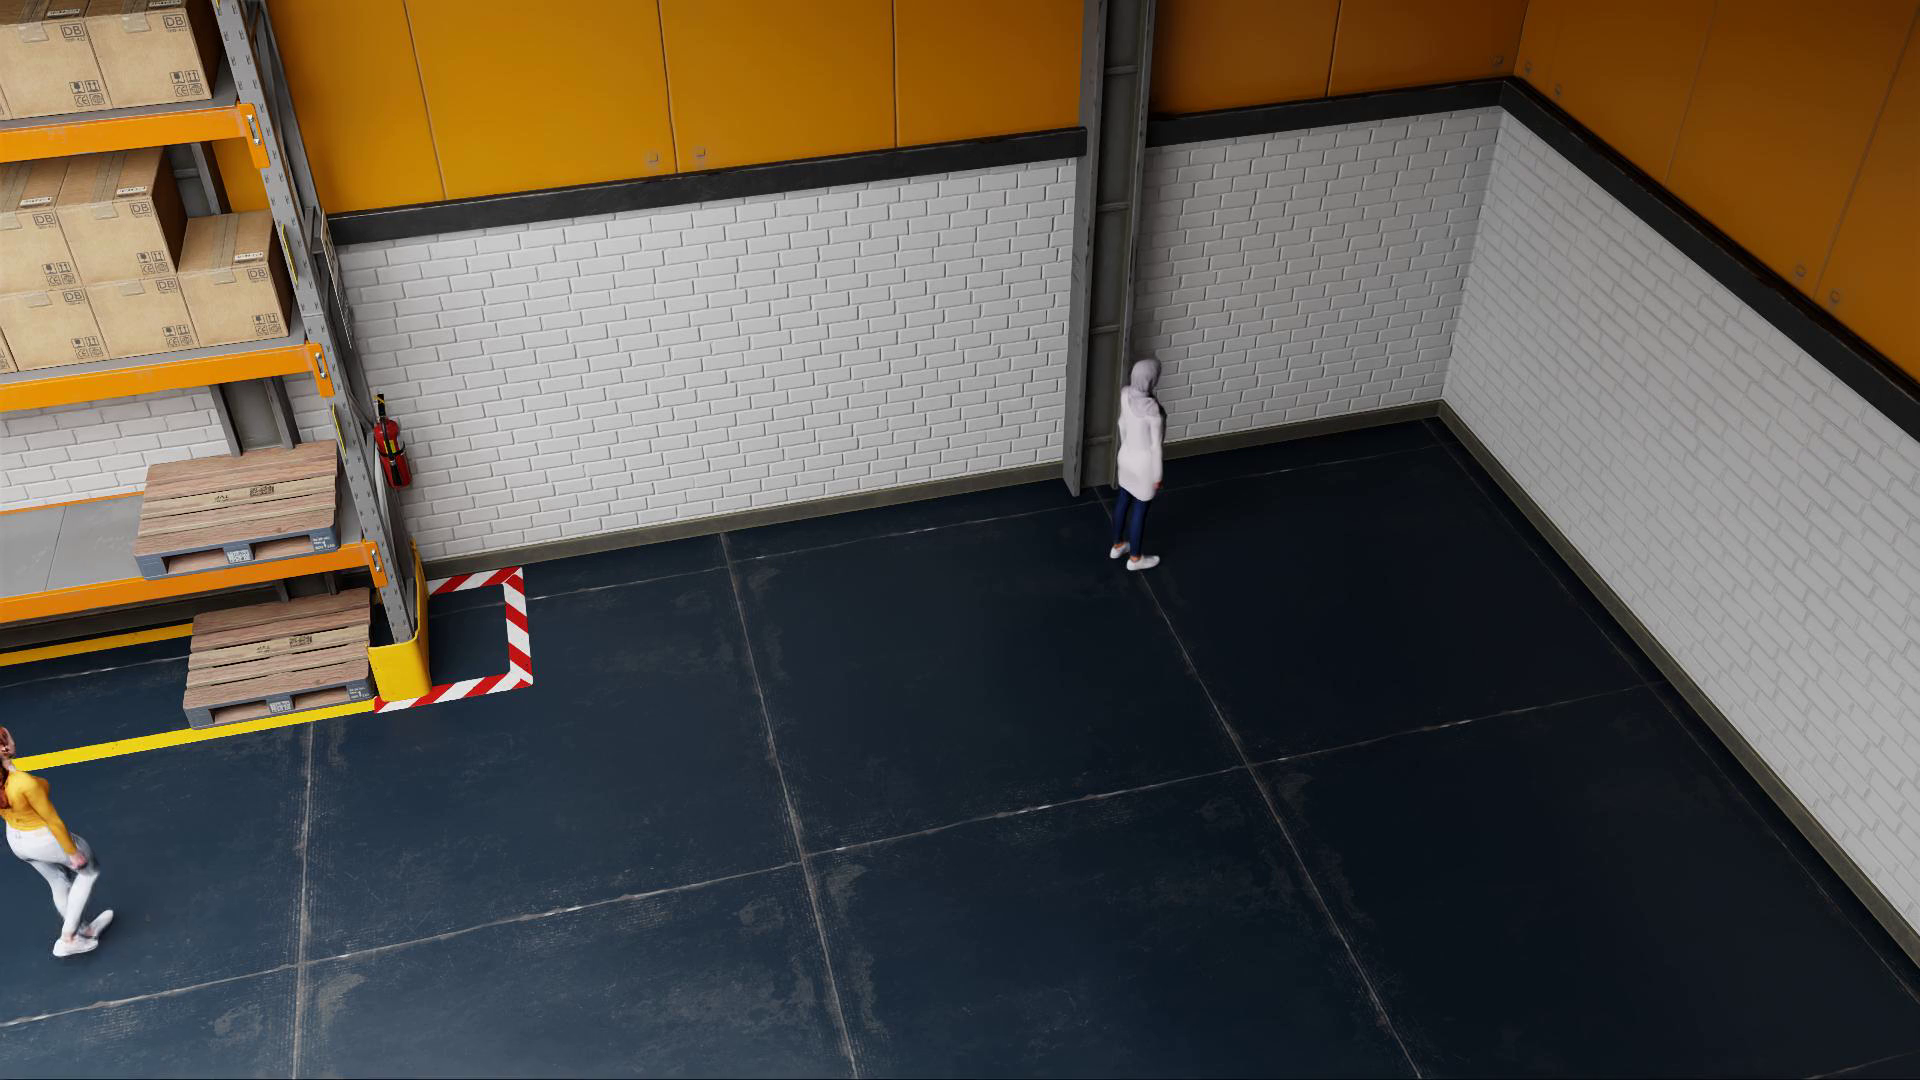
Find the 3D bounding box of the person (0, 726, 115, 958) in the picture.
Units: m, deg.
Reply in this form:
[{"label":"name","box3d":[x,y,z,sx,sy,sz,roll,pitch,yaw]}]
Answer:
[{"label":"person","box3d":[-5.171,1.765,9.275,0.768,1.738,0.822,10,40,12]}]

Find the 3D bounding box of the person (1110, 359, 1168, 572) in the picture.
[{"label":"person","box3d":[1.298,-0.556,12.151,0.637,1.775,0.673,-22,43,-25]}]
